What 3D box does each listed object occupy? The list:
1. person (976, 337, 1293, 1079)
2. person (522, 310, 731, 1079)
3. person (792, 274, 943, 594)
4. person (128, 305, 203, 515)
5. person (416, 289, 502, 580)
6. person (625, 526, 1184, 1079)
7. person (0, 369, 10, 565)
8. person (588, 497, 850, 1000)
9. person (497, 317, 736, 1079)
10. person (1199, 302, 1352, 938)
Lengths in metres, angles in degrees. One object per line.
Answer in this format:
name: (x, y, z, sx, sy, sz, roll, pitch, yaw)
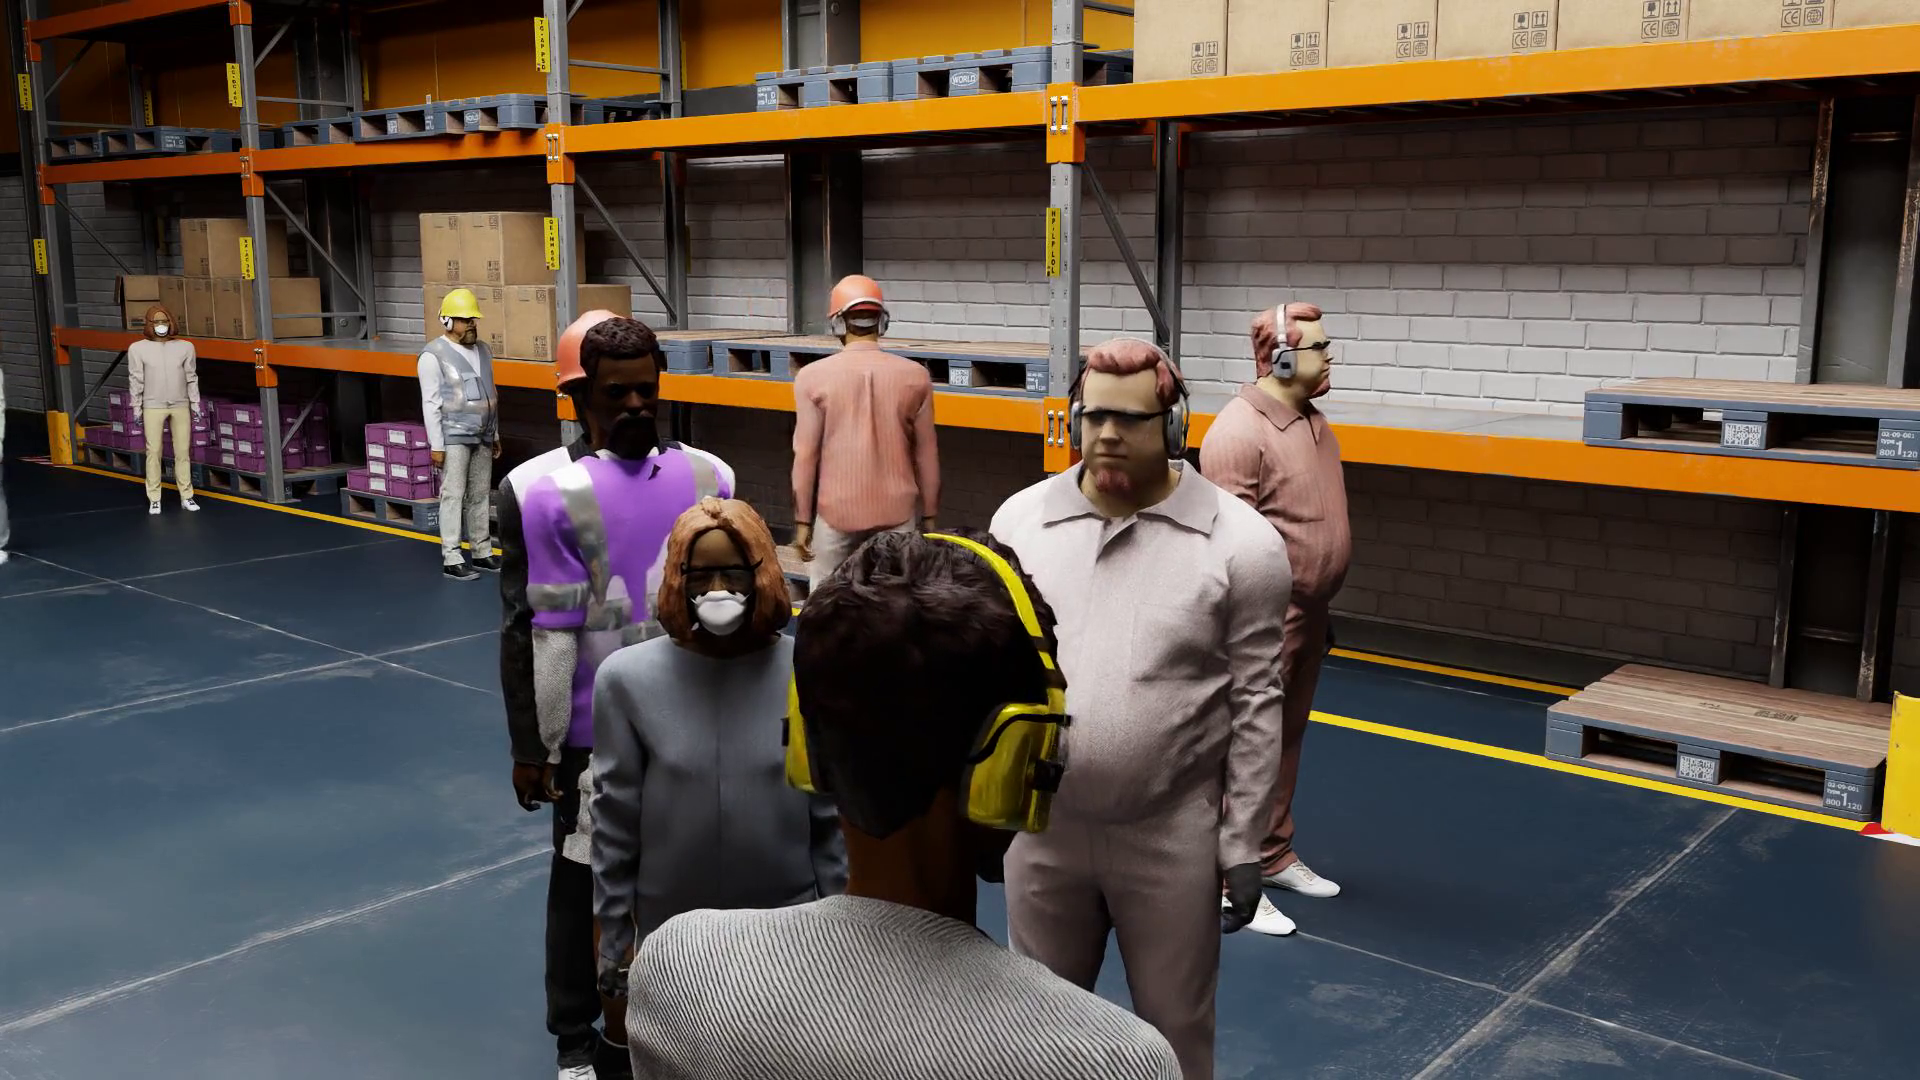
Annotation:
person: (0.304, 0.558, 3.288, 0.639, 1.908, 0.409, 4, 11, 21)
person: (-0.808, 0.418, 4.022, 0.542, 1.928, 0.374, -9, 13, -42)
person: (-0.390, -0.122, 6.998, 0.652, 1.966, 0.496, -2, 10, -13)
person: (-6.224, -1.021, 13.051, 0.508, 1.632, 0.265, -8, 13, -38)
person: (-3.114, -0.661, 10.478, 0.403, 1.825, 0.587, 5, 11, 25)
person: (-0.031, 0.910, 1.404, 0.520, 1.865, 0.328, 5, 11, 25)
person: (-6.368, -0.591, 10.656, 0.507, 1.607, 0.681, -1, 10, -5)
person: (-0.430, 0.727, 3.096, 0.498, 1.634, 0.279, -2, 10, -9)
person: (-0.804, 0.426, 4.006, 0.597, 1.916, 0.371, -6, 12, -32)
person: (0.993, 0.231, 5.133, 0.408, 1.913, 0.643, 7, 12, 34)
